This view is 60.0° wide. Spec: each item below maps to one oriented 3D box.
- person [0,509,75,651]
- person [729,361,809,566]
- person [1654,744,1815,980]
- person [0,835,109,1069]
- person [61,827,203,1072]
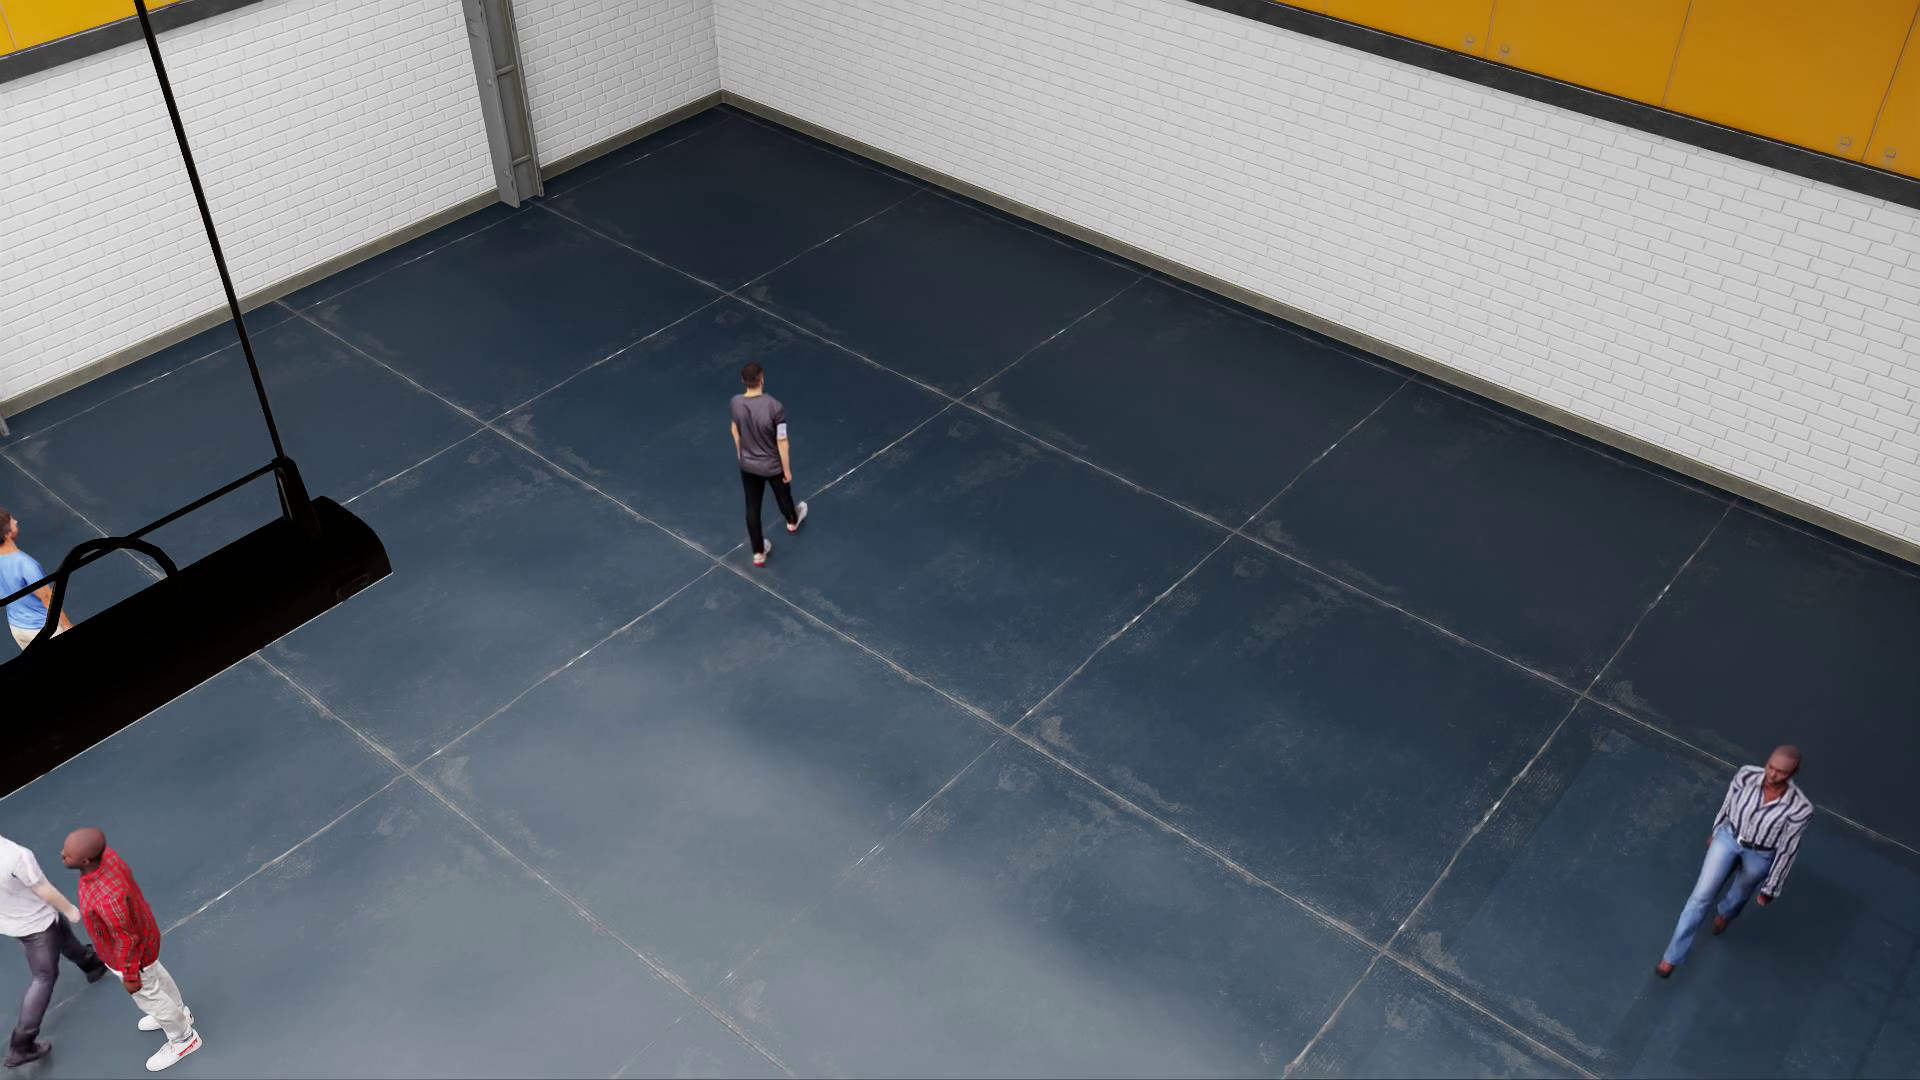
[{"bbox_3d":[-6.318,0.567,11.397,0.725,1.864,0.705,11,40,14],"label":"person"},{"bbox_3d":[-1.569,-0.550,12.898,0.905,1.736,1.076,11,40,13],"label":"person"},{"bbox_3d":[4.721,1.832,9.907,1.181,1.747,0.727,-32,48,-33],"label":"person"},{"bbox_3d":[-5.347,2.202,9.402,0.930,1.798,1.308,14,41,17],"label":"person"},{"bbox_3d":[-4.657,2.247,9.328,0.717,1.820,0.747,-18,42,-21],"label":"person"}]
